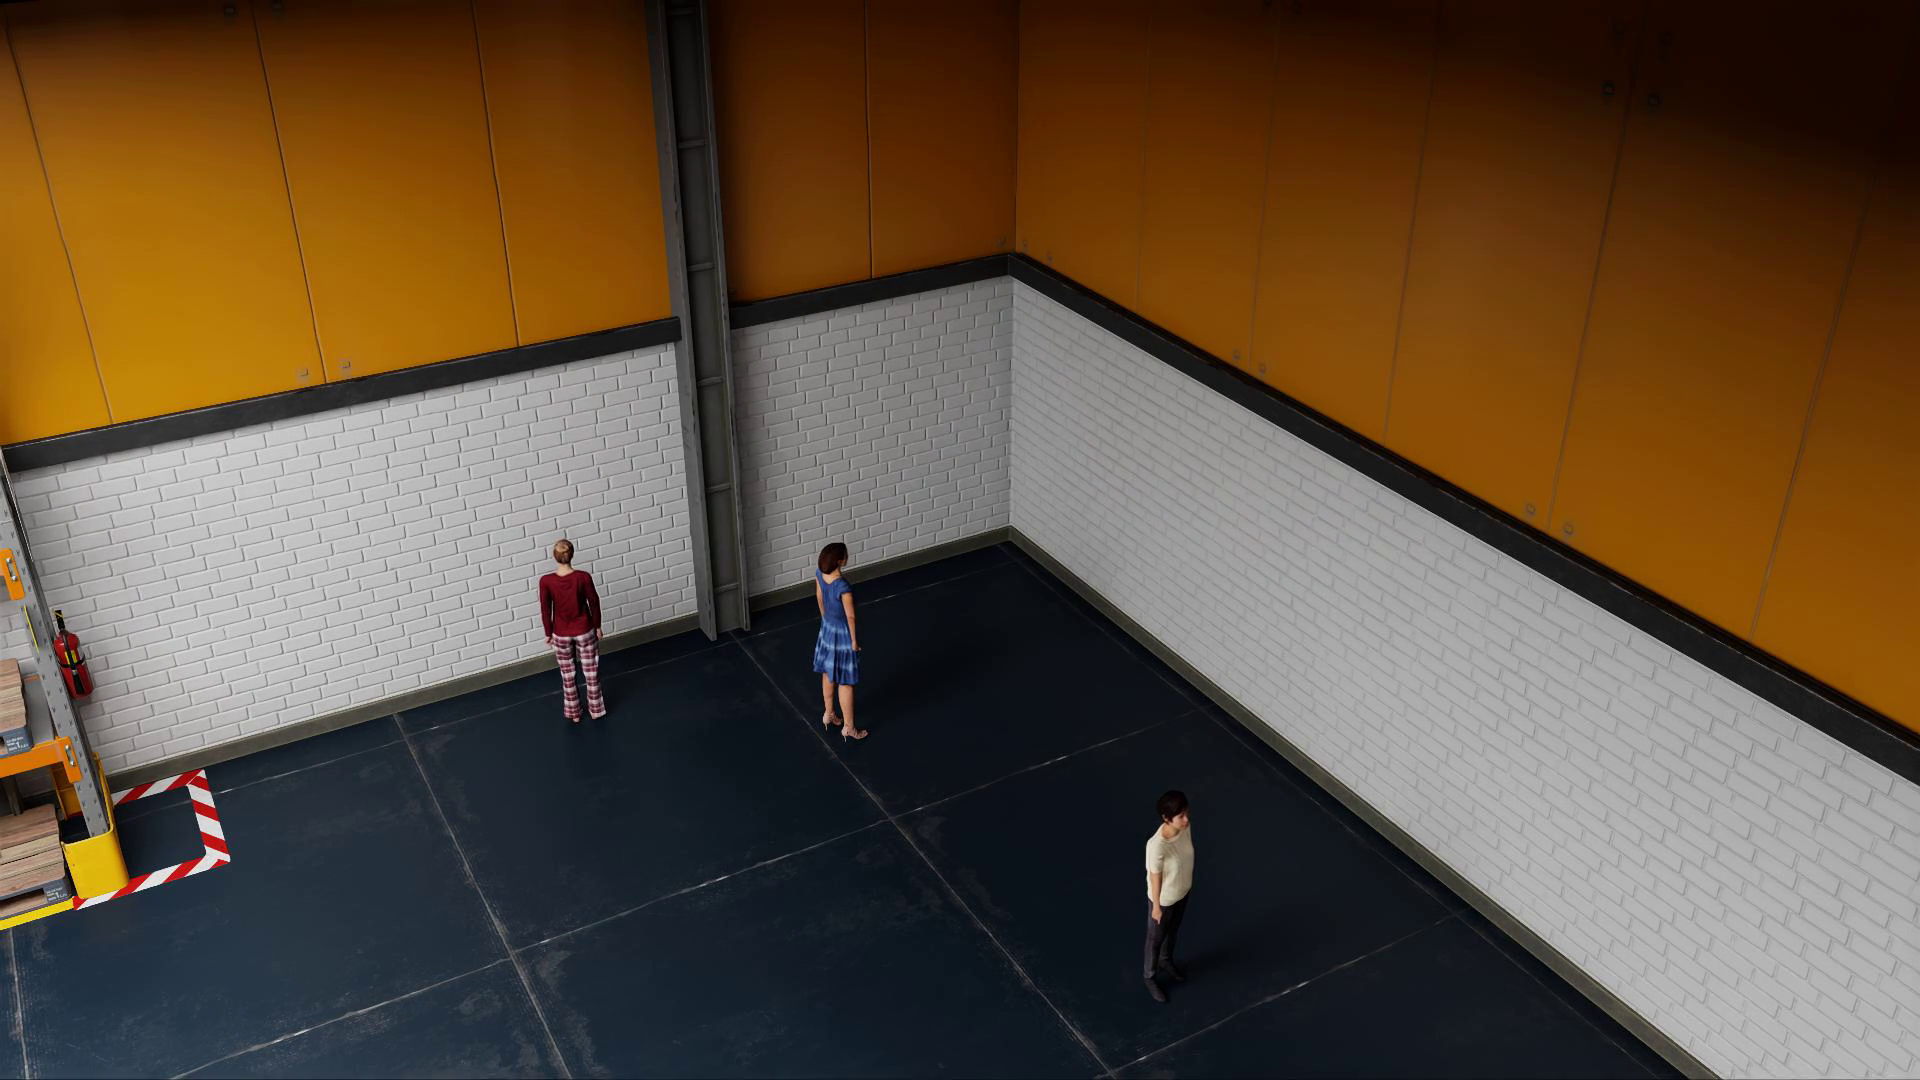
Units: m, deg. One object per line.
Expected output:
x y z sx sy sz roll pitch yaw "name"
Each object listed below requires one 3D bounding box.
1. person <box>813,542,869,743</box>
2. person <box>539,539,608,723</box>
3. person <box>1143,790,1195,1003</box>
-0.974 0.815 13.493 0.627 1.806 0.706 -22 36 -35 "person"
-3.199 0.738 13.747 0.553 1.700 0.738 -6 29 -11 "person"
1.373 2.322 10.960 0.710 1.587 0.543 21 35 34 "person"
